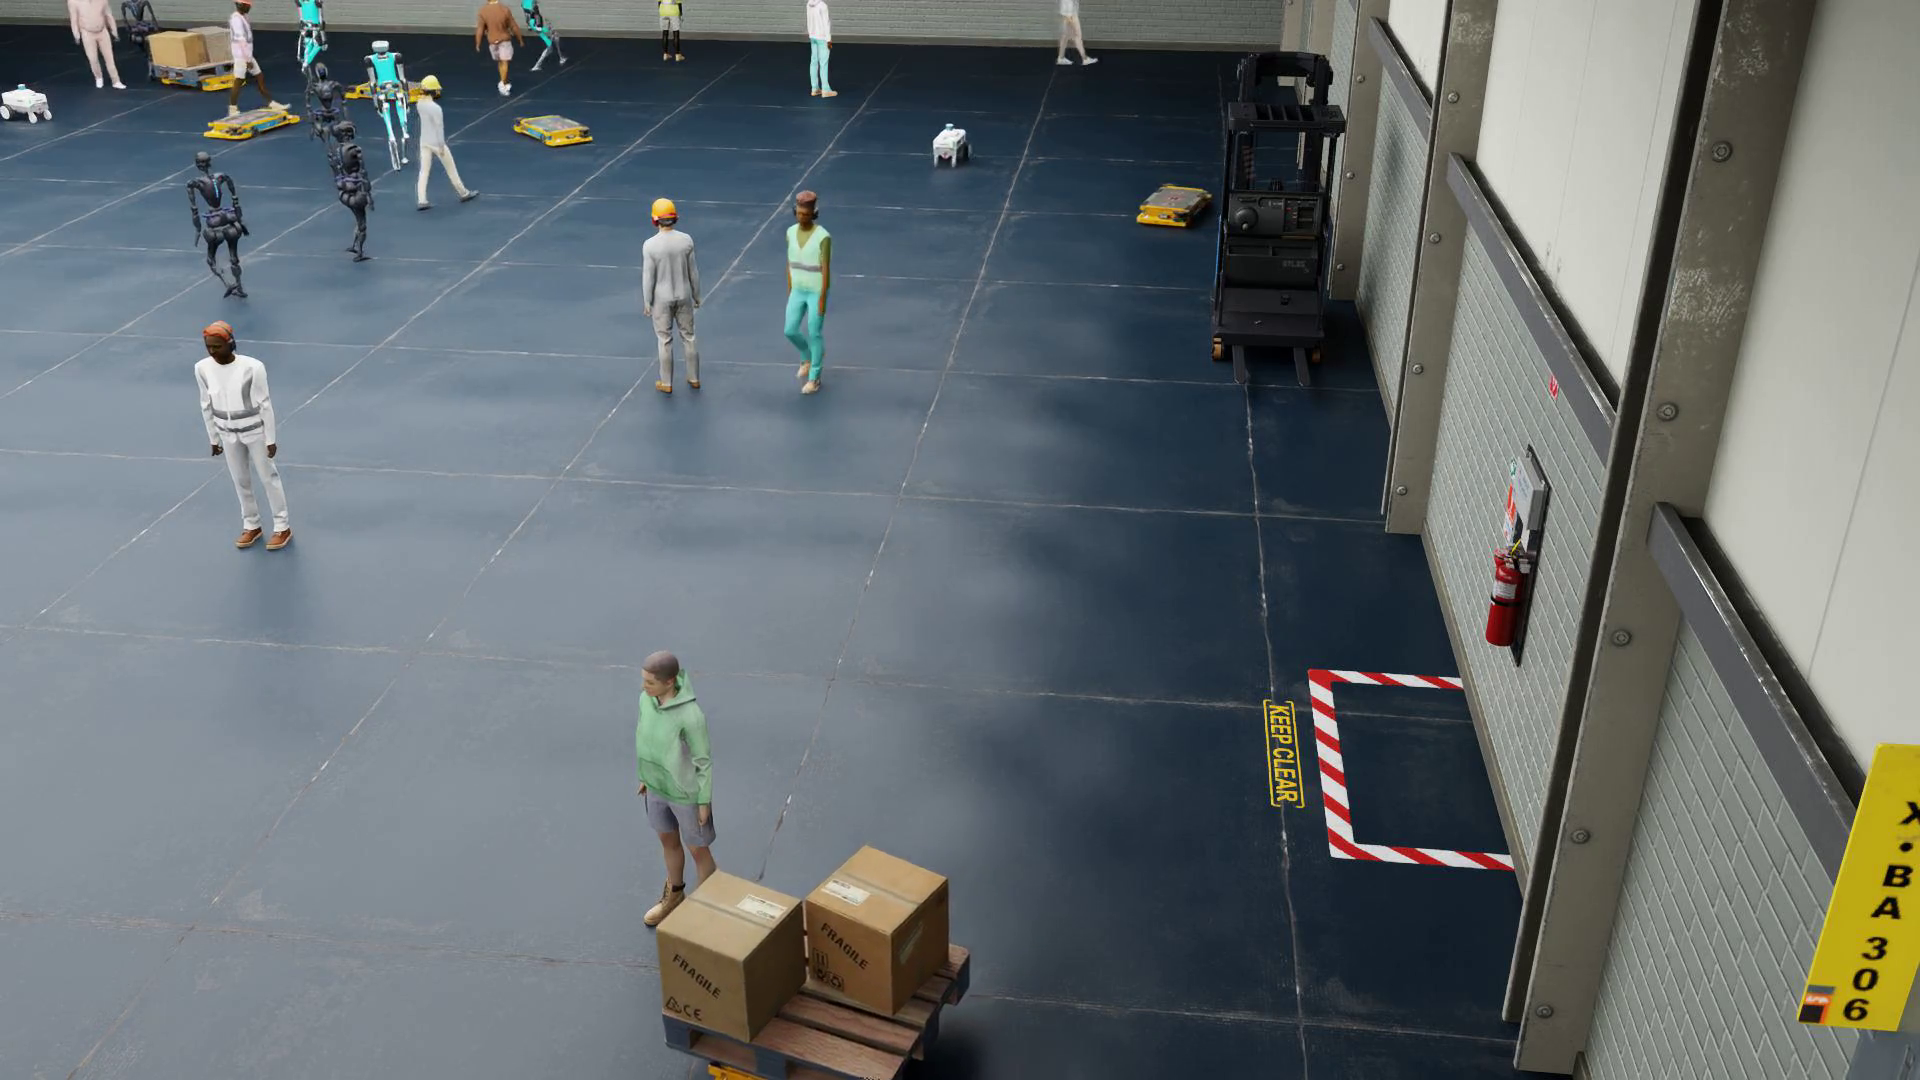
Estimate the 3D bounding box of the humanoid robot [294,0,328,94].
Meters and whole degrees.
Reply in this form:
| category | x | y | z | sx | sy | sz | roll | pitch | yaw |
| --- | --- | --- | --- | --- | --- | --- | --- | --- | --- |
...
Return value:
| category | x | y | z | sx | sy | sz | roll | pitch | yaw |
| --- | --- | --- | --- | --- | --- | --- | --- | --- | --- |
| humanoid robot | -11.255 | -8.543 | 28.578 | 0.550 | 1.781 | 0.858 | 10 | 28 | 19 |

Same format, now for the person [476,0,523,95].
| category | x | y | z | sx | sy | sz | roll | pitch | yaw |
| --- | --- | --- | --- | --- | --- | --- | --- | --- | --- |
| person | -7.924 | -8.587 | 28.555 | 0.758 | 1.813 | 0.853 | 0 | 27 | 1 |

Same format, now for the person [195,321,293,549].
| category | x | y | z | sx | sy | sz | roll | pitch | yaw |
| --- | --- | --- | --- | --- | --- | --- | --- | --- | --- |
| person | -5.595 | -0.814 | 12.977 | 0.565 | 1.879 | 0.351 | 2 | 27 | 4 |

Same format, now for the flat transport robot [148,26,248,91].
| category | x | y | z | sx | sy | sz | roll | pitch | yaw |
| --- | --- | --- | --- | --- | --- | --- | --- | --- | --- |
| flat transport robot | -13.396 | -8.143 | 29.395 | 1.431 | 0.231 | 0.659 | 16 | 31 | 28 |

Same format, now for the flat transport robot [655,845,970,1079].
| category | x | y | z | sx | sy | sz | roll | pitch | yaw |
| --- | --- | --- | --- | --- | --- | --- | --- | --- | --- |
| flat transport robot | -0.674 | 2.418 | 8.311 | 0.659 | 0.231 | 1.431 | 11 | 29 | 21 |

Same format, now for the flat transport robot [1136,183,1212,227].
| category | x | y | z | sx | sy | sz | roll | pitch | yaw |
| --- | --- | --- | --- | --- | --- | --- | --- | --- | --- |
| flat transport robot | 2.843 | -4.419 | 21.960 | 0.659 | 0.231 | 1.431 | 10 | 28 | 19 |

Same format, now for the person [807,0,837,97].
| category | x | y | z | sx | sy | sz | roll | pitch | yaw |
| --- | --- | --- | --- | --- | --- | --- | --- | --- | --- |
| person | -2.389 | -8.540 | 28.351 | 0.488 | 1.917 | 0.383 | 22 | 34 | 37 |

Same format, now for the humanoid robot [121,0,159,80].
| category | x | y | z | sx | sy | sz | roll | pitch | yaw |
| --- | --- | --- | --- | --- | --- | --- | --- | --- | --- |
| humanoid robot | -14.633 | -9.074 | 29.745 | 0.601 | 1.629 | 0.795 | -4 | 27 | -8 |

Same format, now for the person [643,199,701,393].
| category | x | y | z | sx | sy | sz | roll | pitch | yaw |
| --- | --- | --- | --- | --- | --- | --- | --- | --- | --- |
| person | -2.775 | -2.351 | 16.028 | 0.570 | 1.888 | 0.379 | -14 | 30 | -26 |

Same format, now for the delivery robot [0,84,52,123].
| category | x | y | z | sx | sy | sz | roll | pitch | yaw |
| --- | --- | --- | --- | --- | --- | --- | --- | --- | --- |
| delivery robot | -15.146 | -7.059 | 26.932 | 0.803 | 0.614 | 0.499 | 13 | 29 | 24 |

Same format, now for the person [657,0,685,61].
| category | x | y | z | sx | sy | sz | roll | pitch | yaw |
| --- | --- | --- | --- | --- | --- | --- | --- | --- | --- |
| person | -5.440 | -9.883 | 31.282 | 0.529 | 1.688 | 0.322 | 8 | 28 | 16 |

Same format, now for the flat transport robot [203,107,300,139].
| category | x | y | z | sx | sy | sz | roll | pitch | yaw |
| --- | --- | --- | --- | --- | --- | --- | --- | --- | --- |
| flat transport robot | -11.183 | -6.573 | 26.261 | 0.659 | 0.231 | 1.431 | 9 | 28 | 17 |

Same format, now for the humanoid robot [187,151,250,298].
| category | x | y | z | sx | sy | sz | roll | pitch | yaw |
| --- | --- | --- | --- | --- | --- | --- | --- | --- | --- |
| humanoid robot | -8.237 | -3.503 | 18.551 | 0.388 | 1.645 | 0.616 | 20 | 33 | 34 |

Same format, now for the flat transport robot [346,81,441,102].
| category | x | y | z | sx | sy | sz | roll | pitch | yaw |
| --- | --- | --- | --- | --- | --- | --- | --- | --- | --- |
| flat transport robot | -9.698 | -7.680 | 28.471 | 1.431 | 0.231 | 0.659 | 8 | 28 | 15 |

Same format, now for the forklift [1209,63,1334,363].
| category | x | y | z | sx | sy | sz | roll | pitch | yaw |
| --- | --- | --- | --- | --- | --- | --- | --- | --- | --- |
| forklift | 3.241 | -3.477 | 17.183 | 1.129 | 2.768 | 1.873 | 3 | 27 | 6 |

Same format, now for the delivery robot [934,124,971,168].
| category | x | y | z | sx | sy | sz | roll | pitch | yaw |
| --- | --- | --- | --- | --- | --- | --- | --- | --- | --- |
| delivery robot | -0.145 | -5.799 | 24.392 | 0.499 | 0.592 | 0.791 | 6 | 27 | 12 |

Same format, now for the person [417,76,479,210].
| category | x | y | z | sx | sy | sz | roll | pitch | yaw |
| --- | --- | --- | --- | --- | --- | --- | --- | --- | --- |
| person | -6.932 | -5.274 | 22.044 | 0.536 | 1.718 | 0.894 | 18 | 32 | 32 |

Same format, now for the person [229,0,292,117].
| category | x | y | z | sx | sy | sz | roll | pitch | yaw |
| --- | --- | --- | --- | --- | --- | --- | --- | --- | --- |
| person | -11.473 | -7.829 | 26.862 | 1.039 | 1.971 | 0.721 | -6 | 27 | -12 |

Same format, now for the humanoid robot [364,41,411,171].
| category | x | y | z | sx | sy | sz | roll | pitch | yaw |
| --- | --- | --- | --- | --- | --- | --- | --- | --- | --- |
| humanoid robot | -8.158 | -6.167 | 23.941 | 0.551 | 1.898 | 0.758 | -10 | 28 | -19 |

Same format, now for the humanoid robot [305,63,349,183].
| category | x | y | z | sx | sy | sz | roll | pitch | yaw |
| --- | --- | --- | --- | --- | --- | --- | --- | --- | --- |
| humanoid robot | -8.860 | -5.862 | 23.280 | 0.611 | 1.638 | 0.617 | -19 | 32 | -32 |

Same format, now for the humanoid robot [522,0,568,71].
| category | x | y | z | sx | sy | sz | roll | pitch | yaw |
| --- | --- | --- | --- | --- | --- | --- | --- | --- | --- |
| humanoid robot | -7.584 | -9.551 | 30.593 | 0.956 | 1.768 | 0.552 | -20 | 33 | -34 |

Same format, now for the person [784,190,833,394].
| category | x | y | z | sx | sy | sz | roll | pitch | yaw |
| --- | --- | --- | --- | --- | --- | --- | --- | --- | --- |
| person | -1.463 | -2.389 | 16.015 | 0.499 | 1.962 | 0.467 | 12 | 29 | 22 |

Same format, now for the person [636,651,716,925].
| category | x | y | z | sx | sy | sz | roll | pitch | yaw |
| --- | --- | --- | --- | --- | --- | --- | --- | --- | --- |
| person | -1.497 | 1.341 | 8.817 | 0.483 | 1.740 | 0.324 | 17 | 31 | 31 |

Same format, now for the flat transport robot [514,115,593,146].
| category | x | y | z | sx | sy | sz | roll | pitch | yaw |
| --- | --- | --- | --- | --- | --- | --- | --- | --- | --- |
| flat transport robot | -6.332 | -6.369 | 25.853 | 0.659 | 0.231 | 1.431 | -19 | 32 | -33 |

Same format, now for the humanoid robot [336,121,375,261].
| category | x | y | z | sx | sy | sz | roll | pitch | yaw |
| --- | --- | --- | --- | --- | --- | --- | --- | --- | --- |
| humanoid robot | -7.258 | -4.170 | 19.892 | 0.587 | 1.637 | 0.364 | 18 | 32 | 32 |

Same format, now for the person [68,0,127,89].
| category | x | y | z | sx | sy | sz | roll | pitch | yaw |
| --- | --- | --- | --- | --- | --- | --- | --- | --- | --- |
| person | -14.988 | -8.786 | 28.876 | 0.724 | 1.886 | 0.418 | -22 | 34 | -37 |

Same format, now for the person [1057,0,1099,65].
| category | x | y | z | sx | sy | sz | roll | pitch | yaw |
| --- | --- | --- | --- | --- | --- | --- | --- | --- | --- |
| person | 2.175 | -9.767 | 30.867 | 0.717 | 1.855 | 0.532 | -1 | 27 | -2 |
